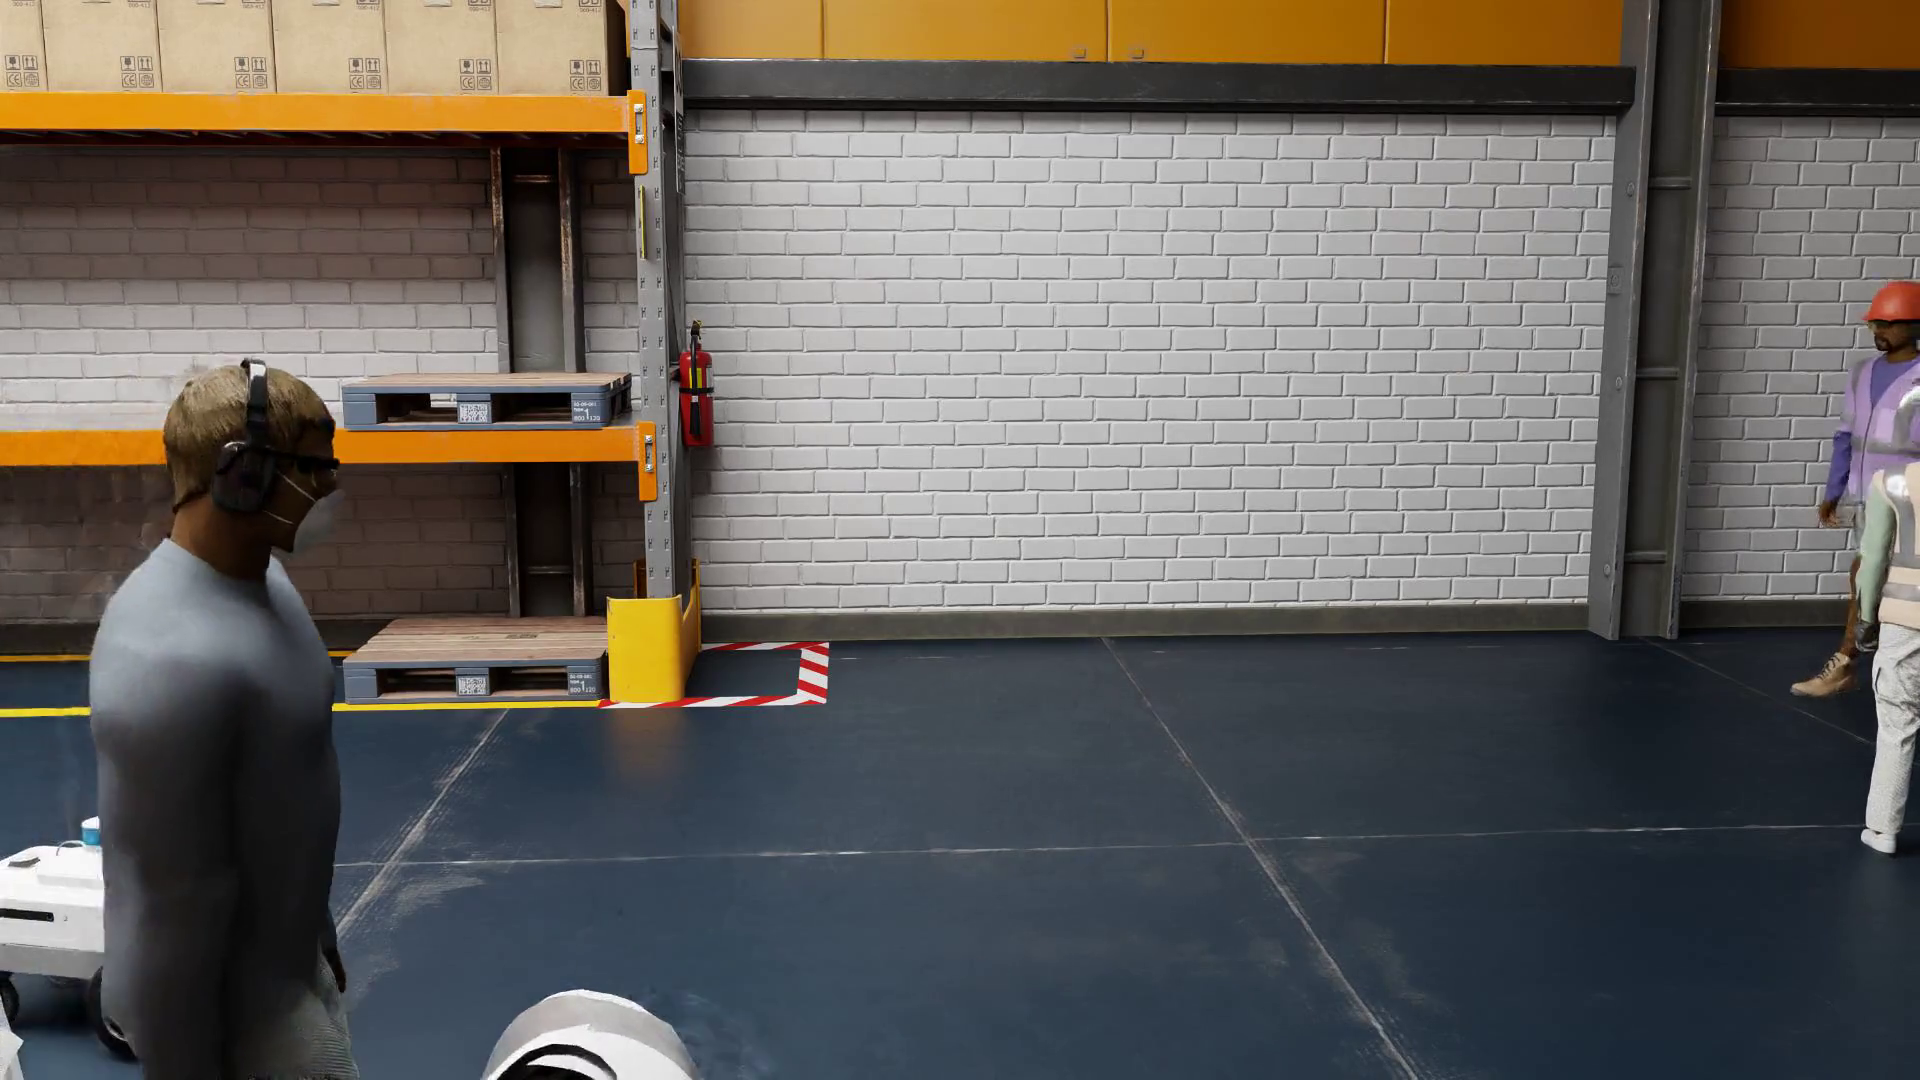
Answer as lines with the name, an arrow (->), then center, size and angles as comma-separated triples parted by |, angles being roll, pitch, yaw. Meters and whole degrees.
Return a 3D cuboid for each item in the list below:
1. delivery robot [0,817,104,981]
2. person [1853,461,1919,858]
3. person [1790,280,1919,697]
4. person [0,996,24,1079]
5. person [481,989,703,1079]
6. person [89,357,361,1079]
delivery robot -> -2.302, 0.990, 4.500 | 0.707, 0.478, 0.477 | 2, 9, 12
person -> 3.365, 0.302, 5.722 | 0.522, 1.636, 0.310 | 4, 10, 24
person -> 4.534, -0.243, 8.026 | 0.995, 2.015, 0.617 | -2, 9, -12
person -> -0.965, 0.854, 1.489 | 0.343, 1.882, 0.585 | -4, 10, -24
person -> -0.230, 0.959, 1.055 | 1.013, 1.823, 0.588 | 1, 9, 8
person -> -1.151, 0.684, 2.477 | 0.737, 1.913, 0.630 | -3, 9, -16
